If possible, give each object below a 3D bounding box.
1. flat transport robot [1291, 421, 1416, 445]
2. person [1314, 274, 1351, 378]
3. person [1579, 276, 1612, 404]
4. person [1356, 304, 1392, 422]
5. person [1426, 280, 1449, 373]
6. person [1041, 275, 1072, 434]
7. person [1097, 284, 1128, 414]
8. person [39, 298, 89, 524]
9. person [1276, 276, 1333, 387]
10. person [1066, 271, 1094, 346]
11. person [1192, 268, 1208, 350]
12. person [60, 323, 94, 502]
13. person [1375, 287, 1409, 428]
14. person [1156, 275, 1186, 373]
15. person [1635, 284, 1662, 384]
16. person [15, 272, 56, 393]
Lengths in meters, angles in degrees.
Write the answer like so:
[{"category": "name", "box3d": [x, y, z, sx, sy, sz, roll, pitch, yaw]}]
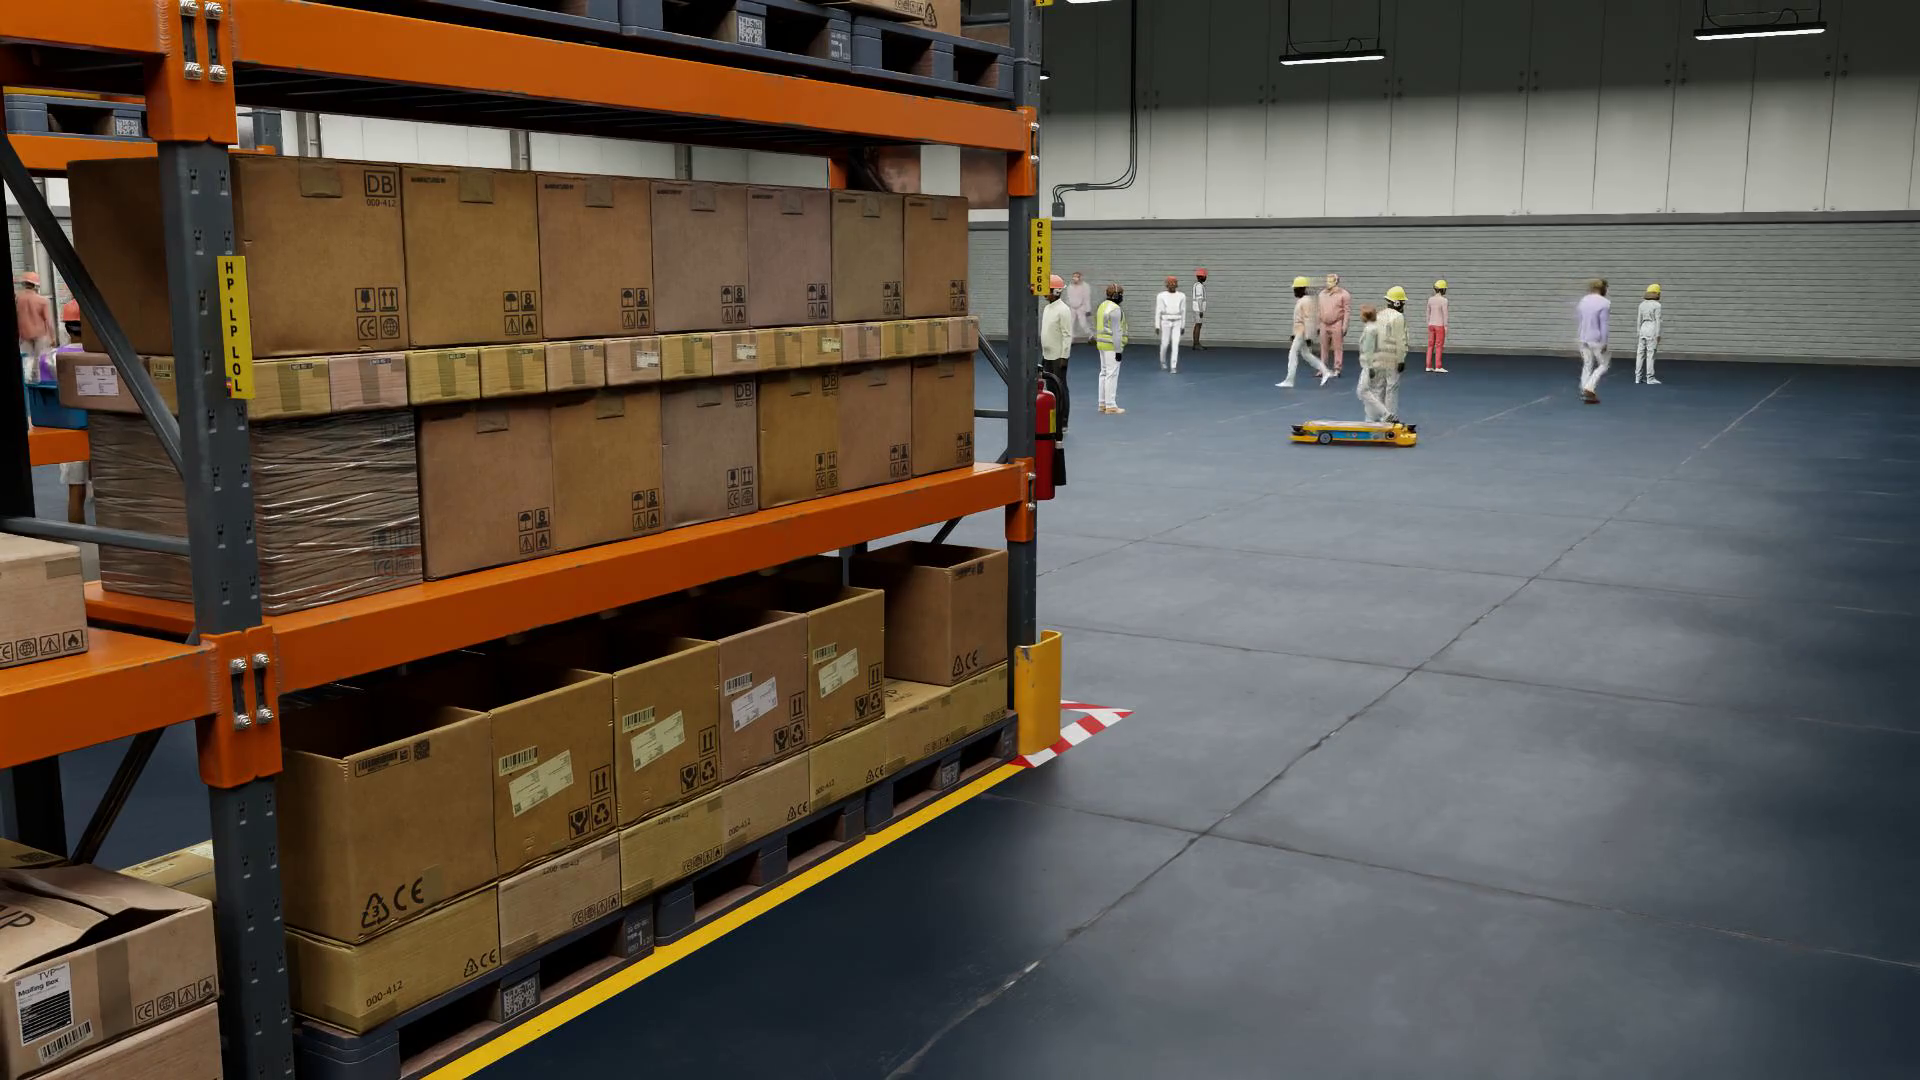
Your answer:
[{"category": "flat transport robot", "box3d": [4.707, -1.291, 19.874, 1.431, 0.197, 0.652, 3, 10, 15]}, {"category": "person", "box3d": [6.801, -3.909, 30.429, 0.643, 1.905, 0.399, 9, 13, 41]}, {"category": "person", "box3d": [9.522, -2.974, 24.910, 0.427, 1.926, 0.628, -4, 10, -20]}, {"category": "person", "box3d": [5.258, -2.197, 21.232, 0.402, 1.626, 0.509, 3, 10, 19]}, {"category": "person", "box3d": [9.178, -4.092, 31.901, 0.313, 1.767, 0.533, -5, 11, -27]}, {"category": "person", "box3d": [1.176, -2.305, 20.767, 0.389, 1.996, 0.612, -4, 10, -22]}, {"category": "person", "box3d": [2.161, -2.707, 23.601, 0.429, 1.836, 0.628, -2, 10, -14]}, {"category": "person", "box3d": [-6.135, -0.731, 11.725, 0.553, 1.933, 0.370, -3, 10, -17]}, {"category": "person", "box3d": [5.894, -3.540, 28.304, 0.903, 1.898, 0.584, 1, 10, 9]}, {"category": "person", "box3d": [2.955, -5.718, 41.128, 0.682, 1.874, 0.783, 7, 12, 34]}, {"category": "person", "box3d": [5.703, -5.467, 39.449, 0.356, 1.936, 0.551, 0, 10, 0]}, {"category": "person", "box3d": [-7.901, -1.382, 15.351, 0.615, 2.005, 0.912, -1, 10, -8]}, {"category": "person", "box3d": [5.635, -2.381, 21.688, 0.403, 1.830, 0.600, -3, 10, -16]}, {"category": "person", "box3d": [4.026, -4.125, 31.826, 0.578, 1.865, 0.685, -1, 10, -3]}, {"category": "person", "box3d": [12.086, -3.604, 29.125, 0.314, 1.739, 0.485, -4, 11, -24]}, {"category": "person", "box3d": [-14.811, -3.298, 26.633, 0.641, 1.974, 0.446, 0, 10, -3]}]
